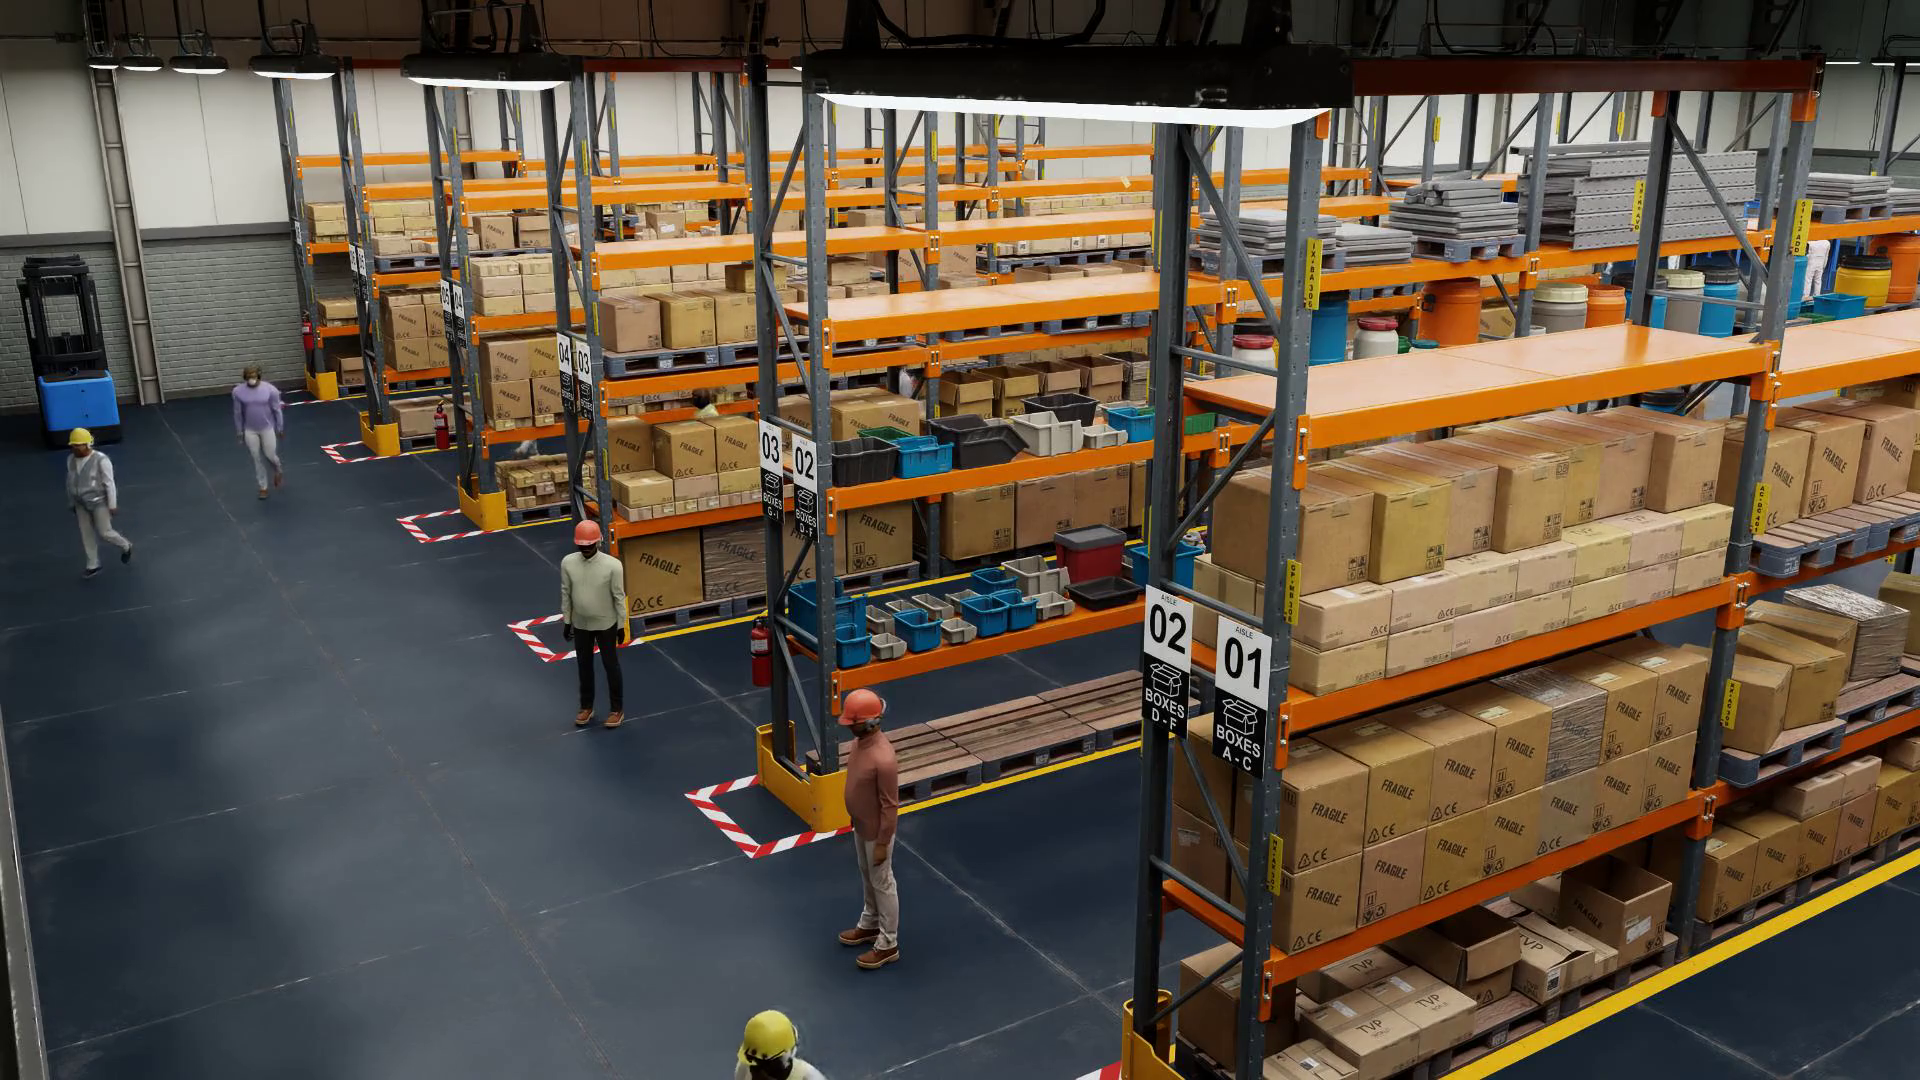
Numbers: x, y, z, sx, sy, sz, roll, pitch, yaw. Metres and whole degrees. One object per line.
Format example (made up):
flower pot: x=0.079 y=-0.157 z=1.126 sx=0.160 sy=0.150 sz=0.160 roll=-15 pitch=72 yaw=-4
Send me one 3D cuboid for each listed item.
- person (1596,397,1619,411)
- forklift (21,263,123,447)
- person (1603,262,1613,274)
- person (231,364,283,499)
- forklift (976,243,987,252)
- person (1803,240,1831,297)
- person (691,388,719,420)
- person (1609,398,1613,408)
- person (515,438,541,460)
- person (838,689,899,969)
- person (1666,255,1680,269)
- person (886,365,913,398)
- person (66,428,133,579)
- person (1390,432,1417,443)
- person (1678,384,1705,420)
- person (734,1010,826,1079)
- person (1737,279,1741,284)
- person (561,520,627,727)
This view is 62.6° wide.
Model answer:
person: x=10.635 y=-2.596 z=25.712 sx=0.599 sy=1.899 sz=0.725 roll=3 pitch=17 yaw=9
forklift: x=-14.518 y=-3.079 z=25.708 sx=1.129 sy=2.768 sz=1.873 roll=-10 pitch=20 yaw=-31
person: x=18.720 y=-8.600 z=45.460 sx=0.553 sy=1.853 sz=0.427 roll=-5 pitch=18 yaw=-16
person: x=-9.874 y=-1.552 z=22.249 sx=0.624 sy=1.919 sz=0.485 roll=-3 pitch=17 yaw=-9
forklift: x=0.988 y=-5.474 z=34.718 sx=1.214 sy=2.155 sz=2.313 roll=-10 pitch=20 yaw=-31
person: x=21.571 y=-6.926 z=39.891 sx=0.639 sy=1.911 sz=0.406 roll=-2 pitch=17 yaw=-5
person: x=-3.513 y=-1.145 z=21.097 sx=0.828 sy=1.810 sz=0.651 roll=-6 pitch=18 yaw=-18
person: x=11.422 y=-3.091 z=27.117 sx=0.580 sy=2.025 sz=0.639 roll=0 pitch=17 yaw=-1
person: x=-6.571 y=-2.030 z=23.984 sx=0.623 sy=1.821 sz=0.545 roll=13 pitch=22 yaw=37
person: x=-0.619 y=1.932 z=10.716 sx=0.393 sy=1.986 sz=0.609 roll=-7 pitch=18 yaw=-21
person: x=19.482 y=-7.831 z=42.972 sx=0.634 sy=1.839 sz=0.429 roll=-7 pitch=18 yaw=-22
person: x=-0.965 y=-1.802 z=23.059 sx=0.798 sy=1.915 sz=0.614 roll=-10 pitch=20 yaw=-30
person: x=-10.363 y=-0.471 z=18.881 sx=0.617 sy=1.816 sz=0.639 roll=4 pitch=17 yaw=14
person: x=5.865 y=-1.218 z=21.182 sx=0.671 sy=1.914 sz=0.549 roll=-2 pitch=17 yaw=-6
person: x=9.924 y=-1.411 z=21.785 sx=0.562 sy=1.918 sz=0.427 roll=15 pitch=22 yaw=40
person: x=-0.819 y=3.012 z=7.544 sx=0.584 sy=1.780 sz=0.975 roll=9 pitch=19 yaw=26
person: x=15.595 y=-4.396 z=31.871 sx=0.523 sy=1.748 sz=0.438 roll=2 pitch=17 yaw=5
person: x=-3.376 y=0.762 z=14.557 sx=0.618 sy=1.987 sz=0.405 roll=4 pitch=17 yaw=12
